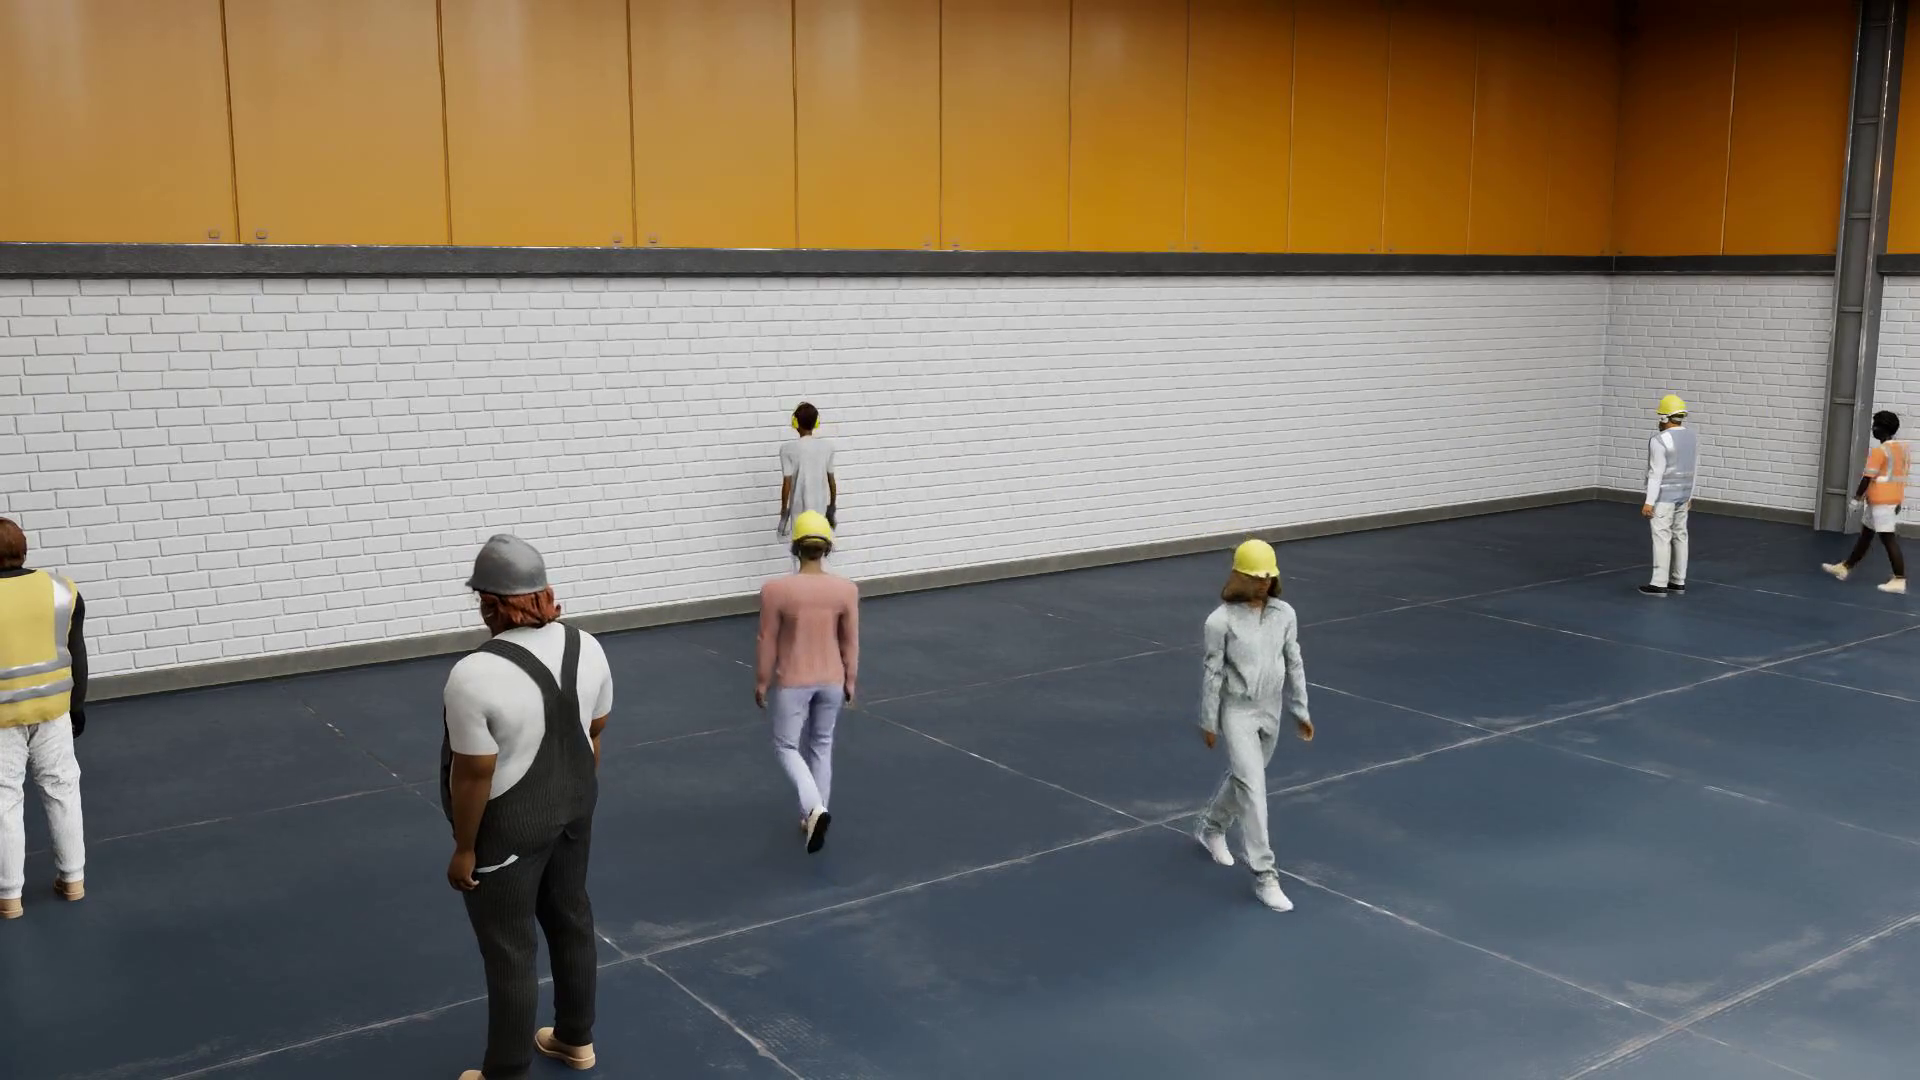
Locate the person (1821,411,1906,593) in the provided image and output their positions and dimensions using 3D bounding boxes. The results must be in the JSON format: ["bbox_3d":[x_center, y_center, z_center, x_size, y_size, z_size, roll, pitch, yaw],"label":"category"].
[{"bbox_3d":[8.439,-0.365,15.418,0.538,1.656,0.848,-9,13,-43],"label":"person"}]

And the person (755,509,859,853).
[{"bbox_3d":[-0.747,0.723,8.428,0.532,1.745,0.626,-4,10,-23],"label":"person"}]

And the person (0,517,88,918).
[{"bbox_3d":[-4.333,0.804,7.636,0.429,1.847,0.625,8,12,40],"label":"person"}]

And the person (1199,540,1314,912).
[{"bbox_3d":[1.376,0.821,7.957,0.500,1.702,0.879,-5,10,-27],"label":"person"}]

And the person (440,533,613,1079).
[{"bbox_3d":[-1.597,0.979,5.946,0.538,2.000,0.684,6,11,31],"label":"person"}]

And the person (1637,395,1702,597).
[{"bbox_3d":[6.419,-0.400,15.092,0.593,1.832,0.403,-5,10,-27],"label":"person"}]

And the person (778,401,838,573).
[{"bbox_3d":[-1.270,-0.220,13.878,0.532,1.866,0.308,-5,10,-27],"label":"person"}]
